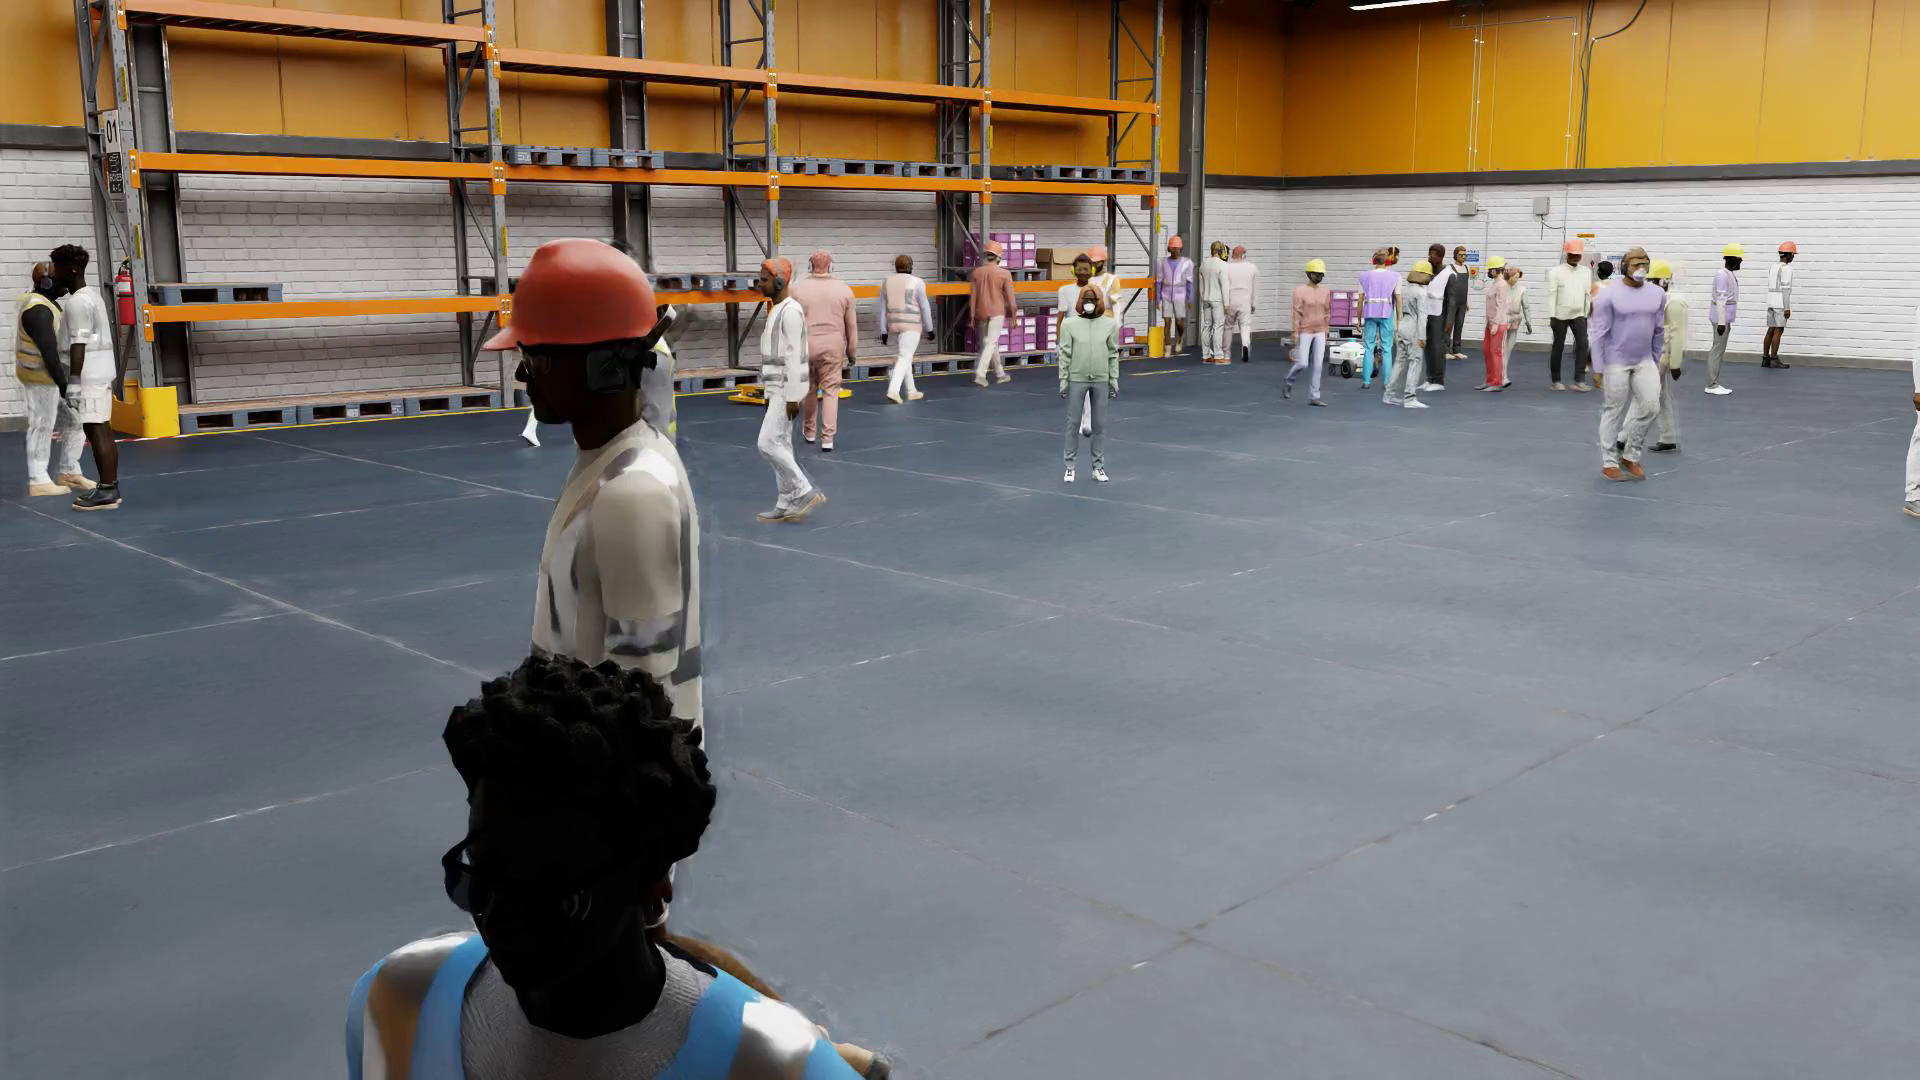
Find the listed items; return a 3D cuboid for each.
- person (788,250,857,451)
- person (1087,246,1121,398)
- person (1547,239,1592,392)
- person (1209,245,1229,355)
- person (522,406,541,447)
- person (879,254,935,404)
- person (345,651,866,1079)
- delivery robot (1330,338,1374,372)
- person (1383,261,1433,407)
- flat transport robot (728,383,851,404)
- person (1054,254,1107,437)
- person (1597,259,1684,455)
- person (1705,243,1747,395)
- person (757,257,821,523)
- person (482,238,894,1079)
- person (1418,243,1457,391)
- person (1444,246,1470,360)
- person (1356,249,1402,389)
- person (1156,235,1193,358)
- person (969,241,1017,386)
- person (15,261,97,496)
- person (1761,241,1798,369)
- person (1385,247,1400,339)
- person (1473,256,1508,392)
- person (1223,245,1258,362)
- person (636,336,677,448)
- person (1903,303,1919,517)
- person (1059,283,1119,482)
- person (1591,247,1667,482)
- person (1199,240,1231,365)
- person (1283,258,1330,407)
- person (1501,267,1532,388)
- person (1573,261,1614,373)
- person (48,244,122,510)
[{"bbox_3d":[-1.320,-1.810,15.864,0.677,1.866,0.948,-1,10,-5],"label":"person"},{"bbox_3d":[1.695,-2.638,20.350,0.566,1.883,0.996,4,11,20],"label":"person"},{"bbox_3d":[7.909,-2.890,21.486,0.638,1.962,0.776,-1,10,-6],"label":"person"},{"bbox_3d":[4.351,-4.030,28.064,0.363,1.853,0.516,-8,13,-37],"label":"person"},{"bbox_3d":[-3.886,-1.702,16.010,0.498,1.602,0.809,6,12,31],"label":"person"},{"bbox_3d":[-0.687,-2.559,20.180,0.634,1.801,0.957,7,13,34],"label":"person"},{"bbox_3d":[-0.306,0.900,1.602,0.543,1.682,0.546,4,11,21],"label":"person"},{"bbox_3d":[5.597,-2.647,23.777,0.477,0.478,0.707,-4,11,-20],"label":"delivery robot"},{"bbox_3d":[5.307,-2.424,19.633,0.471,1.721,0.591,-3,11,-14],"label":"person"},{"bbox_3d":[-2.068,-1.819,20.291,0.652,0.197,1.431,10,14,42],"label":"flat transport robot"},{"bbox_3d":[1.213,-1.941,16.744,0.507,1.814,0.961,1,10,5],"label":"person"},{"bbox_3d":[6.312,-1.682,15.394,0.885,1.793,0.599,0,10,0],"label":"person"},{"bbox_3d":[9.774,-2.821,21.233,0.385,1.925,0.591,6,12,31],"label":"person"},{"bbox_3d":[-1.266,-1.031,11.642,0.414,1.864,0.598,-3,11,-16],"label":"person"},{"bbox_3d":[-0.590,0.437,3.213,0.883,2.020,0.615,-2,11,-11],"label":"person"},{"bbox_3d":[6.230,-2.914,21.781,0.377,1.921,0.595,-5,11,-25],"label":"person"},{"bbox_3d":[8.110,-3.864,27.144,0.514,1.844,0.333,-6,12,-28],"label":"person"},{"bbox_3d":[5.508,-2.900,21.890,0.568,1.843,0.374,4,11,19],"label":"person"},{"bbox_3d":[3.526,-3.999,27.406,0.606,2.026,0.551,3,11,16],"label":"person"},{"bbox_3d":[0.444,-3.056,22.491,0.641,1.944,1.040,6,12,32],"label":"person"},{"bbox_3d":[-7.030,-1.249,12.964,0.616,1.819,0.631,-3,11,-16],"label":"person"},{"bbox_3d":[12.527,-3.578,25.367,0.388,1.929,0.546,0,10,2],"label":"person"},{"bbox_3d":[7.199,-3.967,27.798,0.992,1.810,0.531,0,10,2],"label":"person"},{"bbox_3d":[6.907,-2.788,21.537,0.327,1.760,0.529,1,10,5],"label":"person"},{"bbox_3d":[4.456,-3.786,26.668,0.642,1.871,0.811,1,10,3],"label":"person"},{"bbox_3d":[-1.593,-0.361,8.063,0.429,1.839,0.633,-5,11,-24],"label":"person"},{"bbox_3d":[7.113,-1.102,11.988,0.574,1.882,0.356,-3,11,-18],"label":"person"},{"bbox_3d":[1.060,-1.286,13.666,0.505,1.631,0.278,-1,10,-7],"label":"person"},{"bbox_3d":[5.469,-1.420,13.595,0.661,1.921,0.512,-1,10,-8],"label":"person"},{"bbox_3d":[4.007,-3.719,26.105,0.373,1.939,0.628,-7,12,-33],"label":"person"},{"bbox_3d":[4.148,-2.472,19.803,0.541,1.749,0.565,-4,11,-22],"label":"person"},{"bbox_3d":[7.287,-2.801,22.012,0.512,1.600,0.808,-2,11,-10],"label":"person"},{"bbox_3d":[9.368,-3.235,24.251,0.540,1.652,0.857,-7,12,-34],"label":"person"},{"bbox_3d":[-6.470,-1.199,12.323,0.379,1.961,0.634,-3,11,-16],"label":"person"}]
